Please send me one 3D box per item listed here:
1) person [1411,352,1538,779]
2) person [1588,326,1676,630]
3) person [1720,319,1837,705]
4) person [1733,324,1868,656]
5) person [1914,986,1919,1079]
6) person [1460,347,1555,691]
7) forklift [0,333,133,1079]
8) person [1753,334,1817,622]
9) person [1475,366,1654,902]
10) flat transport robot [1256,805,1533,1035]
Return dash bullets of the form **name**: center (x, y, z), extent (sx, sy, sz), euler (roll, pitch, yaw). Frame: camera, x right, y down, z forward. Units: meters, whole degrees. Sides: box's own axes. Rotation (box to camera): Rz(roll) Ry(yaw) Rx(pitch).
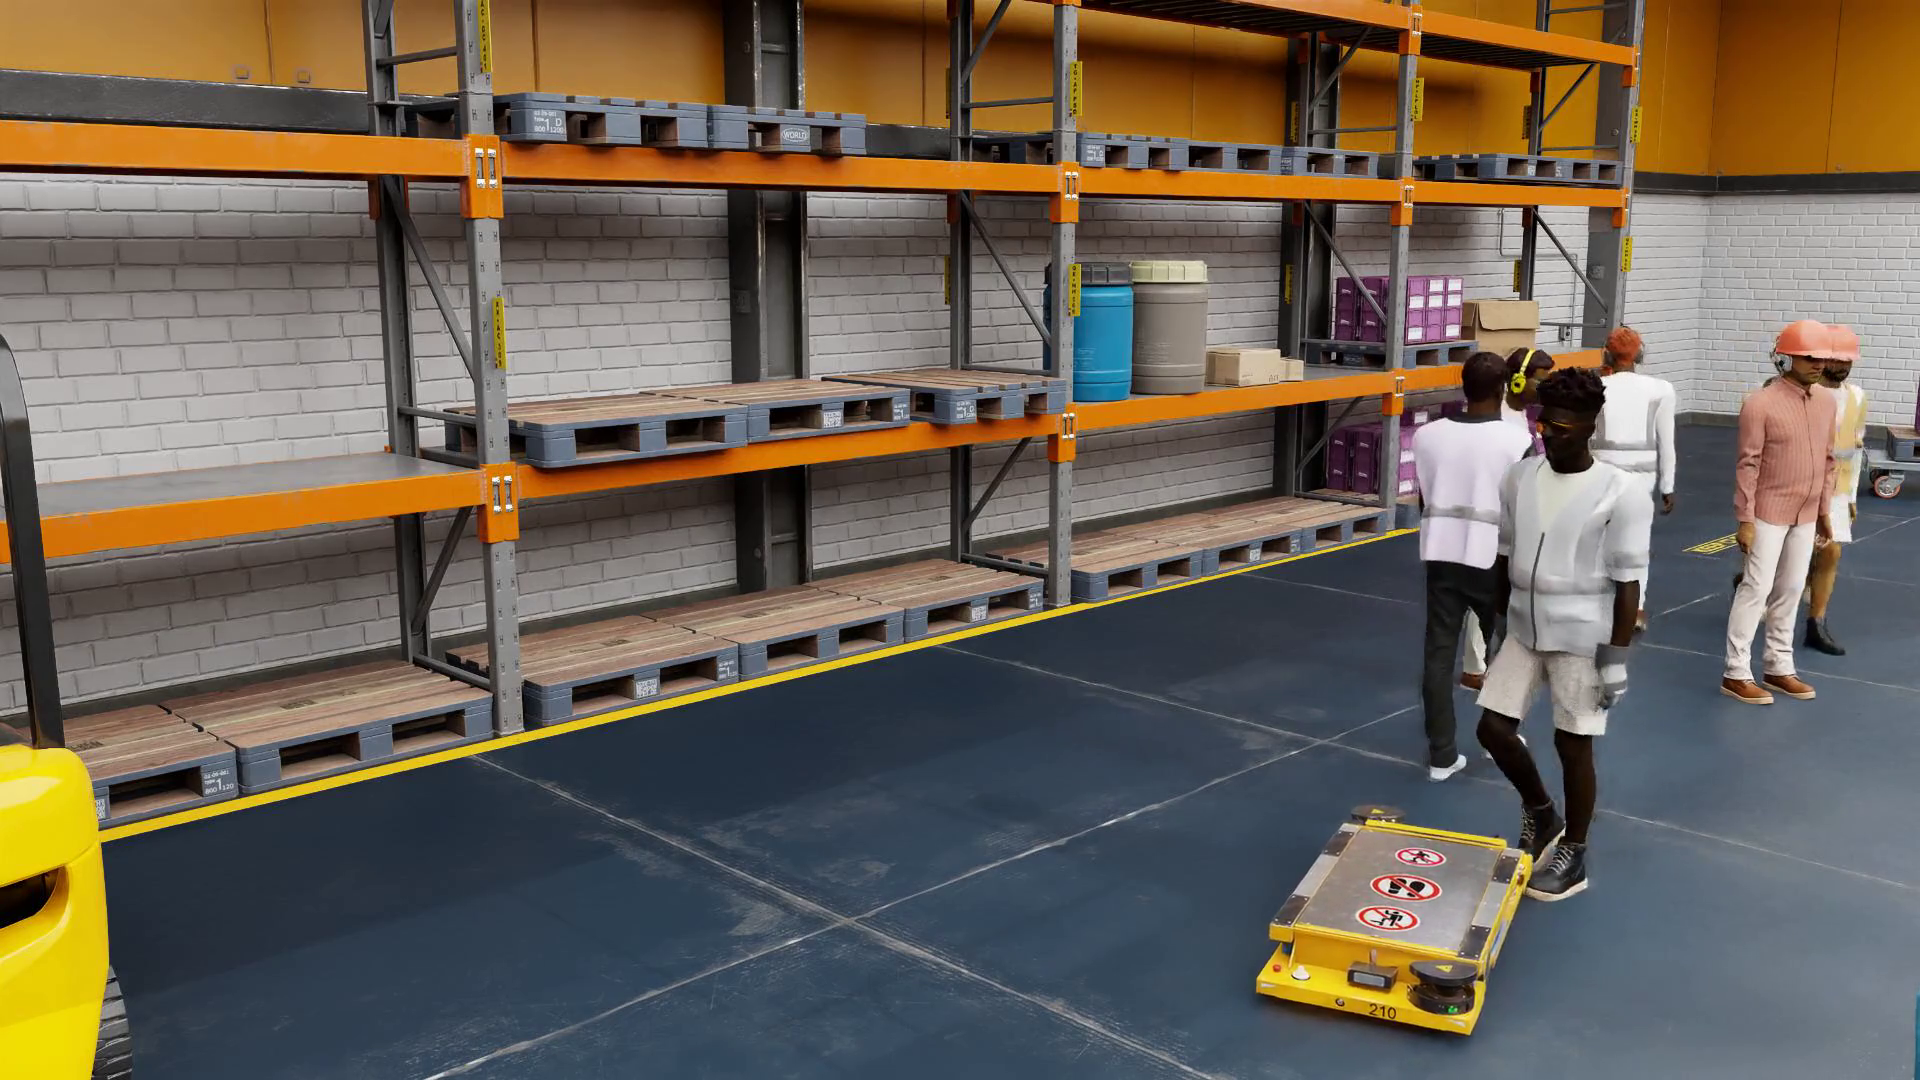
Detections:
- **person**: center (2.343, 0.099, 7.519), extent (0.588, 1.884, 0.817), euler (8, 13, 36)
- **person**: center (3.947, -0.340, 9.968), extent (0.591, 1.866, 0.549), euler (3, 11, 16)
- **person**: center (4.251, -0.137, 8.558), extent (0.622, 1.987, 0.406), euler (-5, 11, -23)
- **person**: center (4.961, -0.316, 9.758), extent (0.548, 1.913, 0.709), euler (-2, 11, -11)
- **person**: center (2.768, 0.706, 4.318), extent (0.563, 1.847, 0.381), euler (-3, 11, -15)
- **person**: center (2.818, -0.081, 8.629), extent (0.445, 1.839, 0.553), euler (7, 12, 33)
- **forklift**: center (-3.289, 0.485, 4.582), extent (1.214, 2.155, 2.313), euler (-10, 14, -44)
- **person**: center (5.199, -0.398, 10.384), extent (0.582, 1.828, 0.534), euler (-7, 12, -33)
- **person**: center (2.142, 0.347, 5.999), extent (0.423, 1.945, 0.647), euler (-7, 13, -34)
- **flat transport robot**: center (1.525, 1.245, 5.679), extent (0.652, 0.197, 1.431), euler (5, 12, 25)
